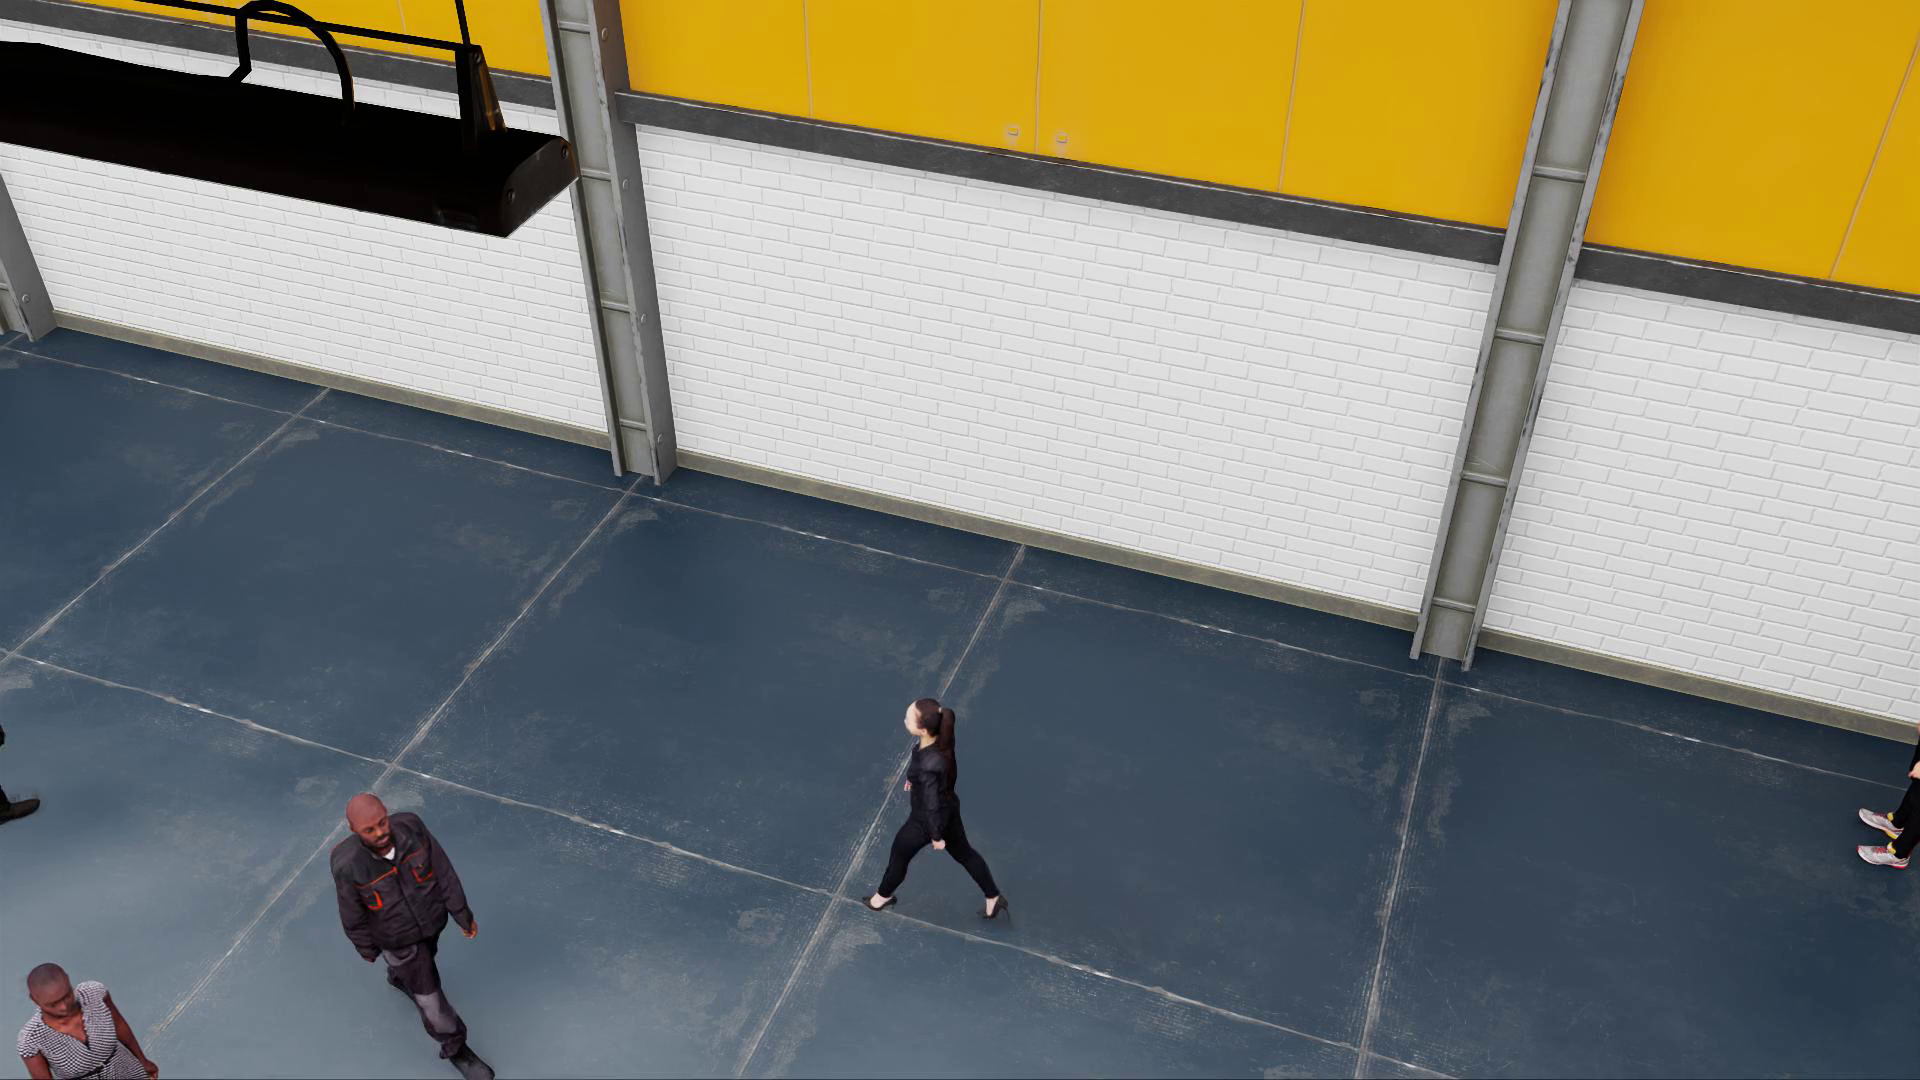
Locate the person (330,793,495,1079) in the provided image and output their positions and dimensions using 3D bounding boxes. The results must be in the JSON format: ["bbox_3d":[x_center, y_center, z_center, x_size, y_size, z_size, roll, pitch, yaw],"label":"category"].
[{"bbox_3d":[-2.812,1.847,8.318,1.263,1.798,0.921,25,45,28],"label":"person"}]

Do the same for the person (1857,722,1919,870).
[{"bbox_3d":[5.465,1.125,9.249,0.584,1.764,0.659,18,42,21],"label":"person"}]

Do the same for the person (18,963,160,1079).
[{"bbox_3d":[-3.866,2.495,7.514,0.572,1.788,0.656,19,42,22],"label":"person"}]

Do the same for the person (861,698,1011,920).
[{"bbox_3d":[-0.058,1.481,8.877,1.074,1.672,0.630,9,40,12],"label":"person"}]
